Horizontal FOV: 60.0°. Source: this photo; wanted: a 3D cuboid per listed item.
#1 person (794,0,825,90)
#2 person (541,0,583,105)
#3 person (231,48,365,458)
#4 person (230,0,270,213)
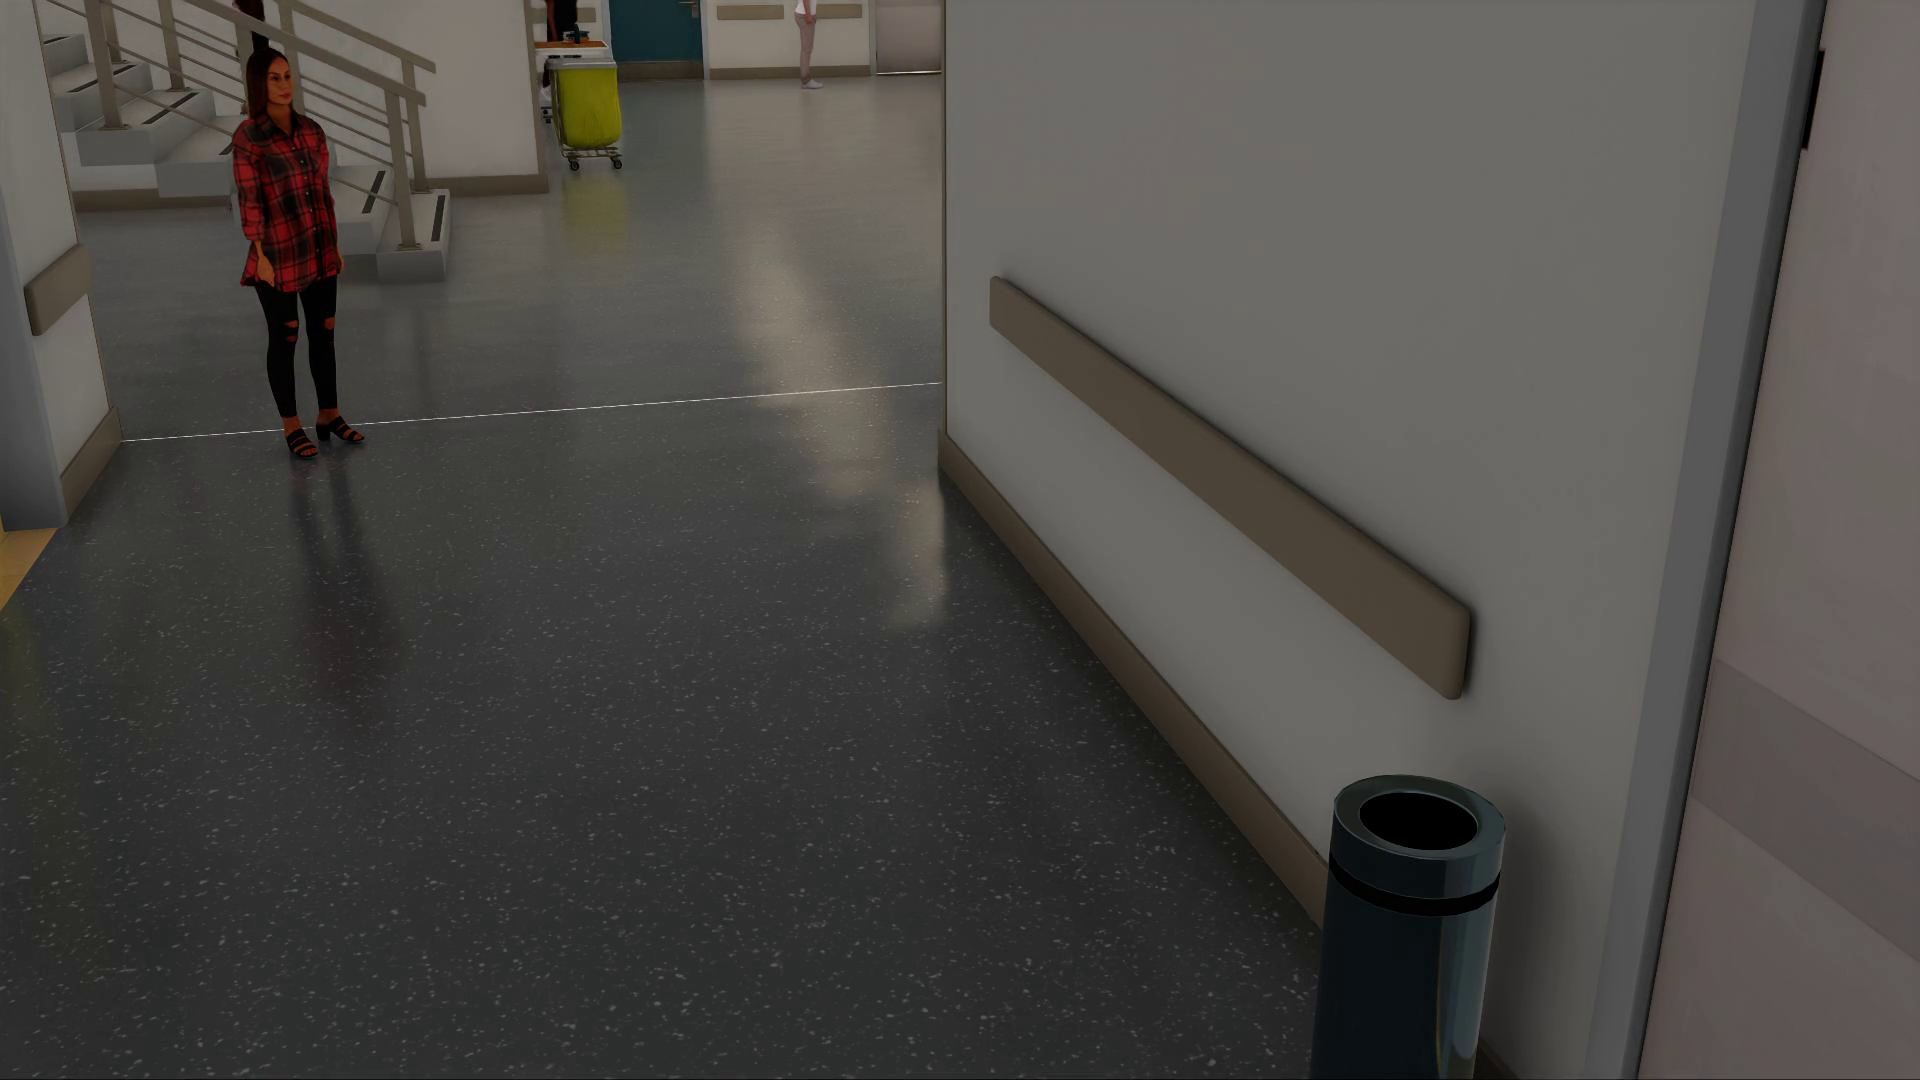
[{"bbox_3d":[-2.035,-6.945,21.962,0.683,1.885,0.734,0,21,-1],"label":"person"},{"bbox_3d":[-4.813,-6.117,19.947,1.118,1.765,0.992,-17,27,-38],"label":"person"},{"bbox_3d":[-2.842,-1.219,7.102,0.753,1.703,0.694,11,24,28],"label":"person"},{"bbox_3d":[-5.194,-3.306,12.665,1.065,1.666,0.639,-7,22,-19],"label":"person"}]
